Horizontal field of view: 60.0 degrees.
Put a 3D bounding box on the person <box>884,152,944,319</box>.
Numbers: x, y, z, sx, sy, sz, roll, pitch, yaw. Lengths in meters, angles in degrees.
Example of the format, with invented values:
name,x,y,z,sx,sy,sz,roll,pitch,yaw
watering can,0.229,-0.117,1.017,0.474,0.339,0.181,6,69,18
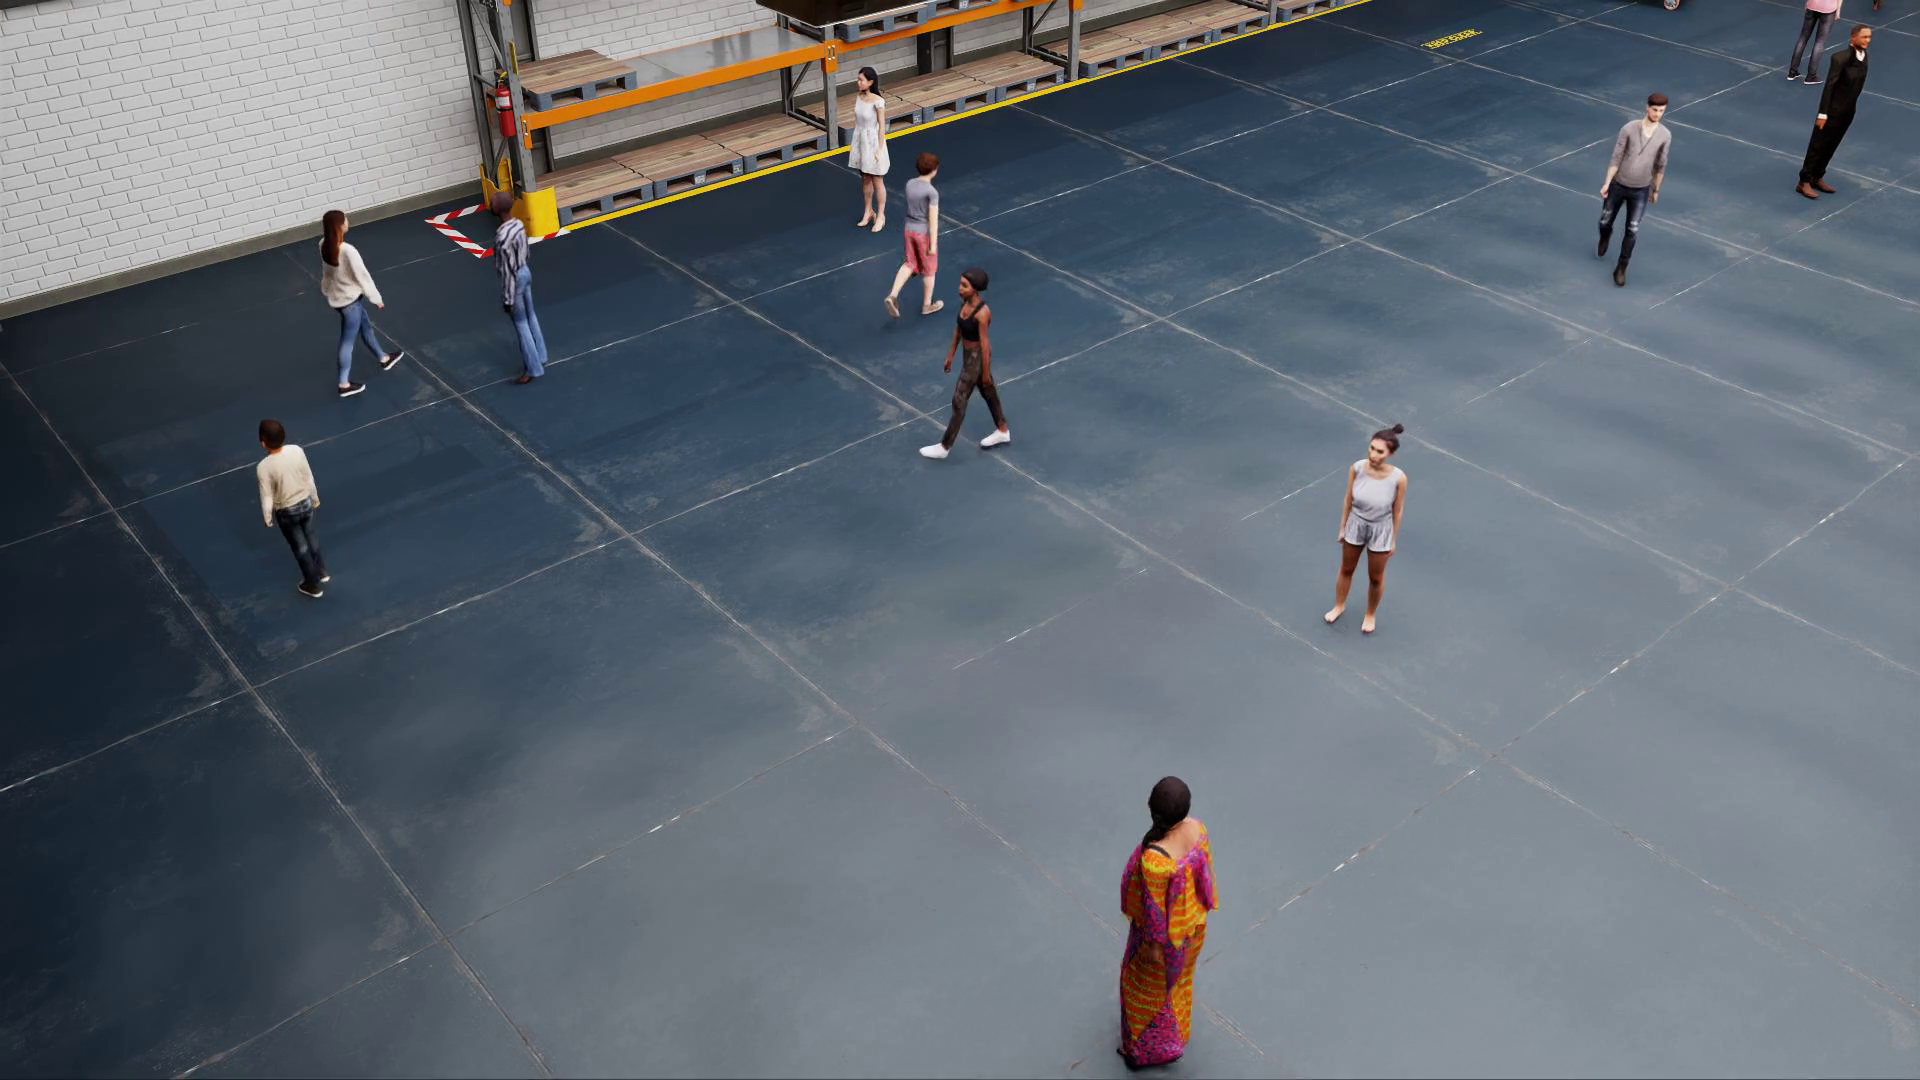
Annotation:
name,x,y,z,sx,sy,sz,roll,pitch,yaw
person,-0.445,-2.869,15.900,0.668,1.628,0.979,26,42,34

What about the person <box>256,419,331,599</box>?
name,x,y,z,sx,sy,sz,roll,pitch,yaw
person,-4.782,-0.205,12.045,0.687,1.459,0.556,20,38,27

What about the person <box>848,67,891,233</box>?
name,x,y,z,sx,sy,sz,roll,pitch,yaw
person,-0.962,-4.158,17.706,0.632,1.774,0.649,-27,42,-35

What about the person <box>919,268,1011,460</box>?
name,x,y,z,sx,sy,sz,roll,pitch,yaw
person,0.211,-1.480,13.778,1.148,1.663,0.836,-11,35,-16

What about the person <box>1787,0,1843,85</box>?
name,x,y,z,sx,sy,sz,roll,pitch,yaw
person,11.297,-6.993,21.805,0.547,1.959,0.620,-23,40,-30

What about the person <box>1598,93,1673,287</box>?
name,x,y,z,sx,sy,sz,roll,pitch,yaw
person,6.741,-3.586,16.743,1.024,1.888,1.171,11,35,15

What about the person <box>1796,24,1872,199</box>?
name,x,y,z,sx,sy,sz,roll,pitch,yaw
person,9.781,-4.805,18.562,0.612,1.904,0.801,-17,37,-24

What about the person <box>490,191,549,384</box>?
name,x,y,z,sx,sy,sz,roll,pitch,yaw
person,-3.942,-2.255,14.825,0.757,1.795,0.704,2,34,3

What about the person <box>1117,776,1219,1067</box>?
name,x,y,z,sx,sy,sz,roll,pitch,yaw
person,1.064,1.976,8.600,0.921,1.640,0.751,13,36,19

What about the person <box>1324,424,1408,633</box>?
name,x,y,z,sx,sy,sz,roll,pitch,yaw
person,2.892,-0.084,11.722,0.621,1.614,0.602,17,37,23

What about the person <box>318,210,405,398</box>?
name,x,y,z,sx,sy,sz,roll,pitch,yaw
person,-5.461,-2.045,14.636,0.738,1.654,1.049,25,41,32
